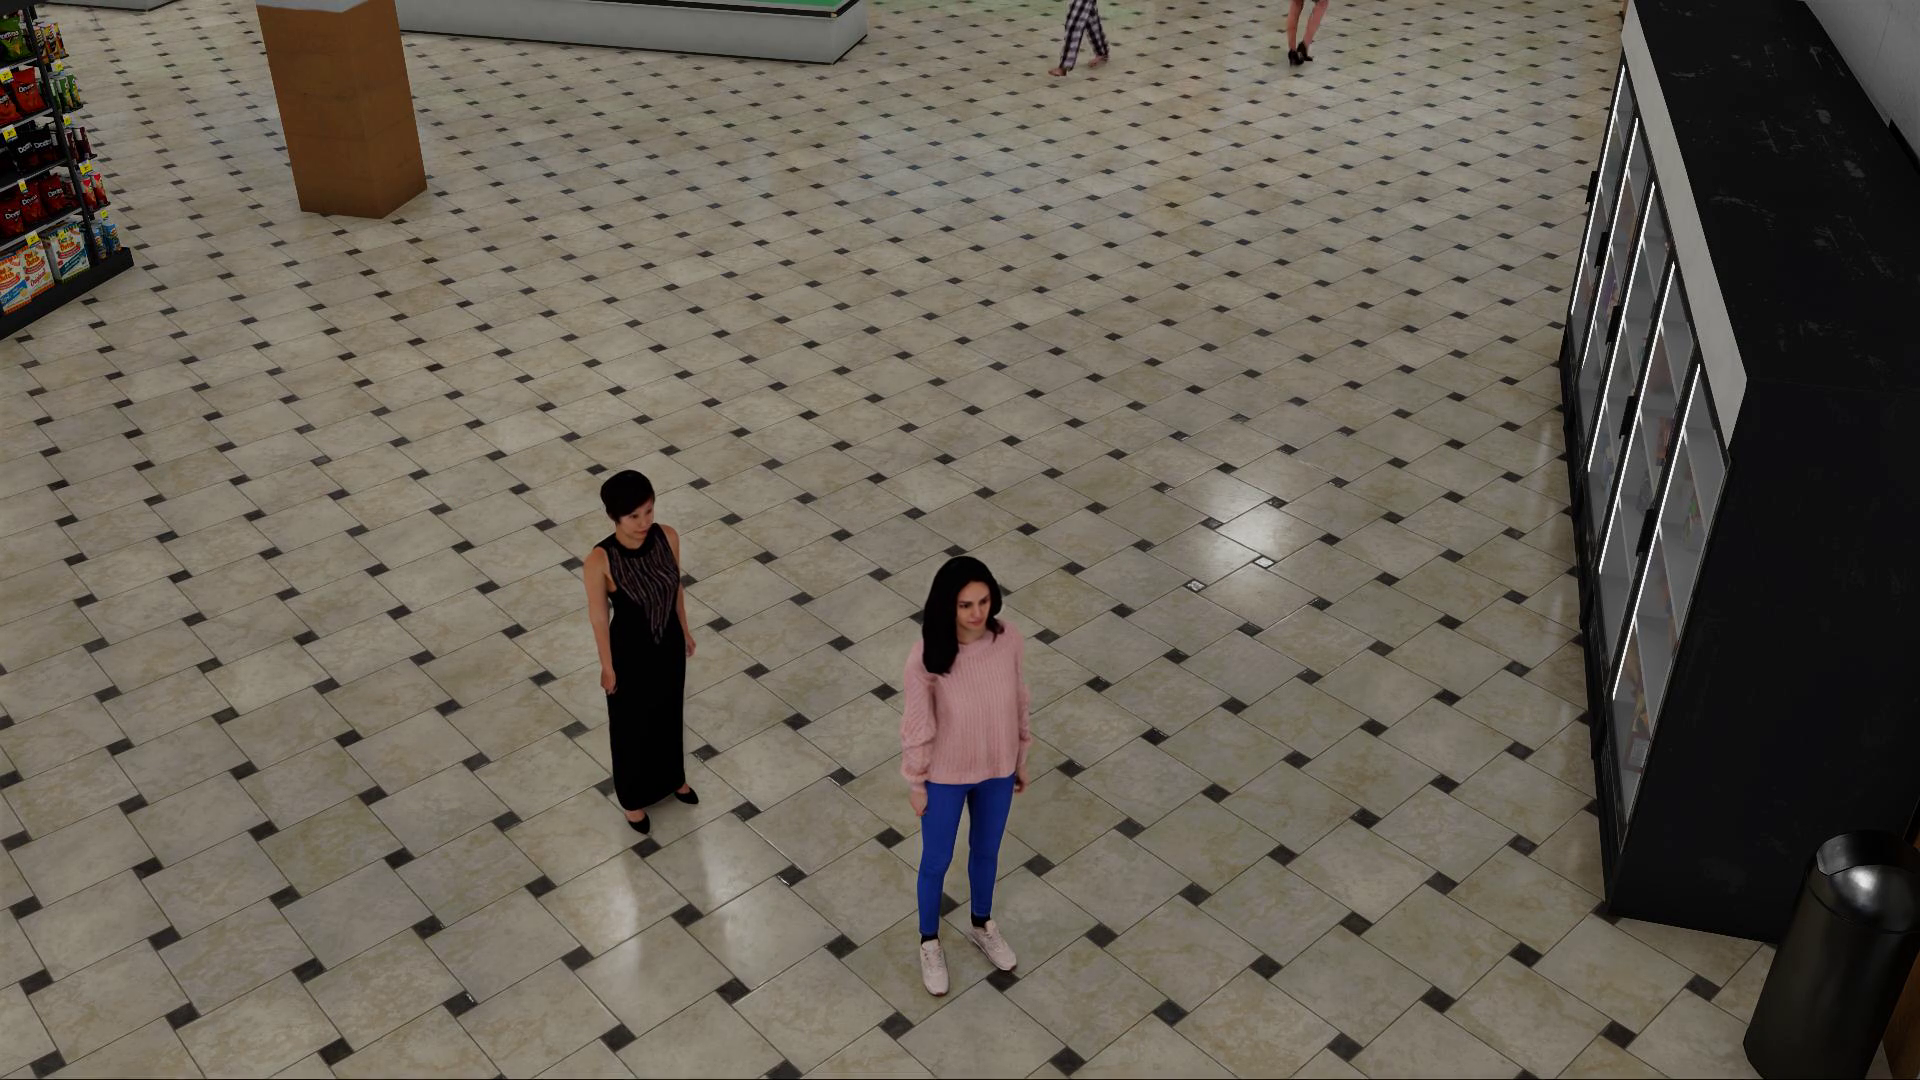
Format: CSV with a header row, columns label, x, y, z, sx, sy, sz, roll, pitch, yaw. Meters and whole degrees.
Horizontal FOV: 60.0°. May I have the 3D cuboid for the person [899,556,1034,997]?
label,x,y,z,sx,sy,sz,roll,pitch,yaw
person,0.015,0.807,5.787,0.698,1.770,0.784,-13,34,-20

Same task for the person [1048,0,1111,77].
label,x,y,z,sx,sy,sz,roll,pitch,yaw
person,1.212,-5.269,15.527,1.112,1.797,1.188,-25,40,-35

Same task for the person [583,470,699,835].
label,x,y,z,sx,sy,sz,roll,pitch,yaw
person,-1.248,0.426,6.558,0.668,1.603,0.681,-27,41,-37

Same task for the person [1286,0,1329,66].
label,x,y,z,sx,sy,sz,roll,pitch,yaw
person,3.217,-5.318,15.667,0.790,1.732,0.695,-26,40,-35
